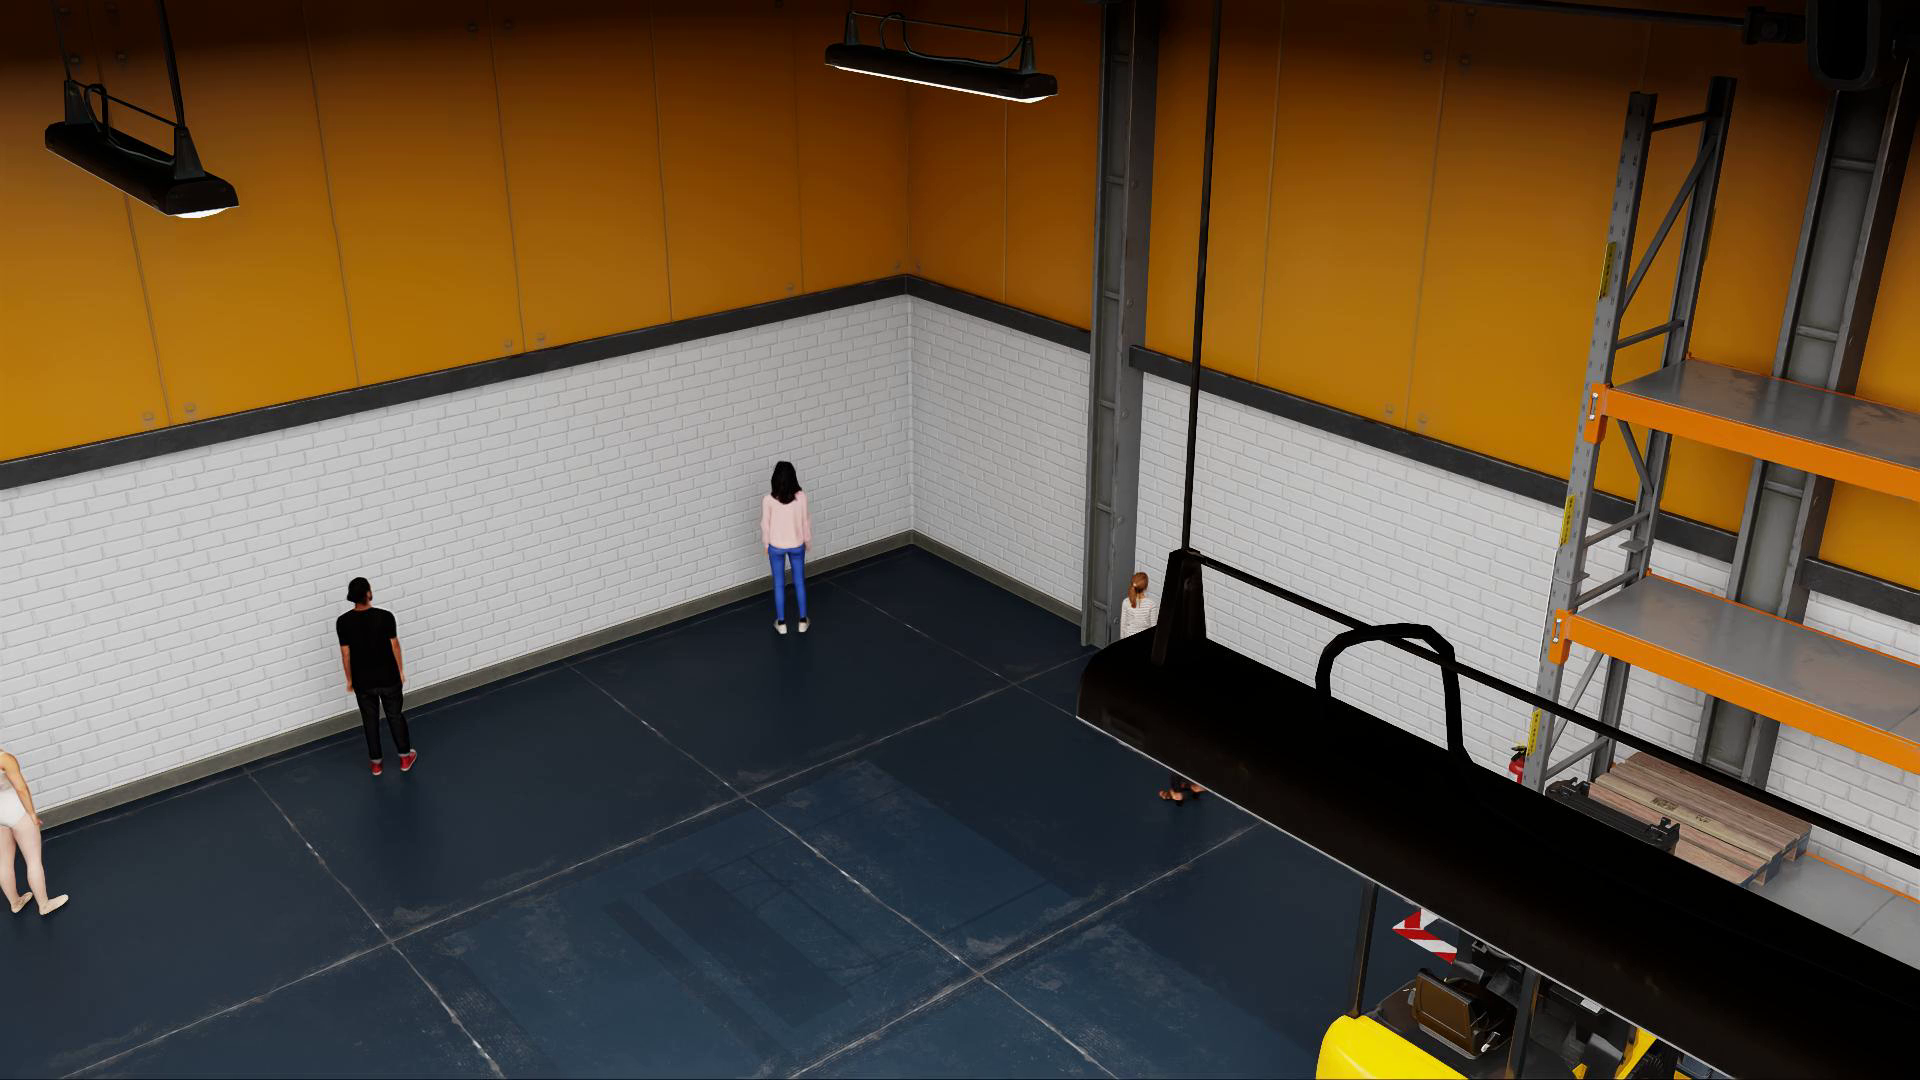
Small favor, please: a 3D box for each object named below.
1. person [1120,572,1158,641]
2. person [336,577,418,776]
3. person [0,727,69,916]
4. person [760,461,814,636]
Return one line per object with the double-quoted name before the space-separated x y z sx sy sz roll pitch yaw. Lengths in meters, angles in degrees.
"person" 1.578 0.899 14.840 0.546 1.315 0.615 4 24 9
"person" -4.839 1.126 13.770 0.707 1.756 0.705 -5 24 -12
"person" -6.849 1.972 11.974 0.598 1.644 0.675 4 24 9
"person" -1.684 0.072 16.167 0.731 1.768 0.729 -4 24 -8
